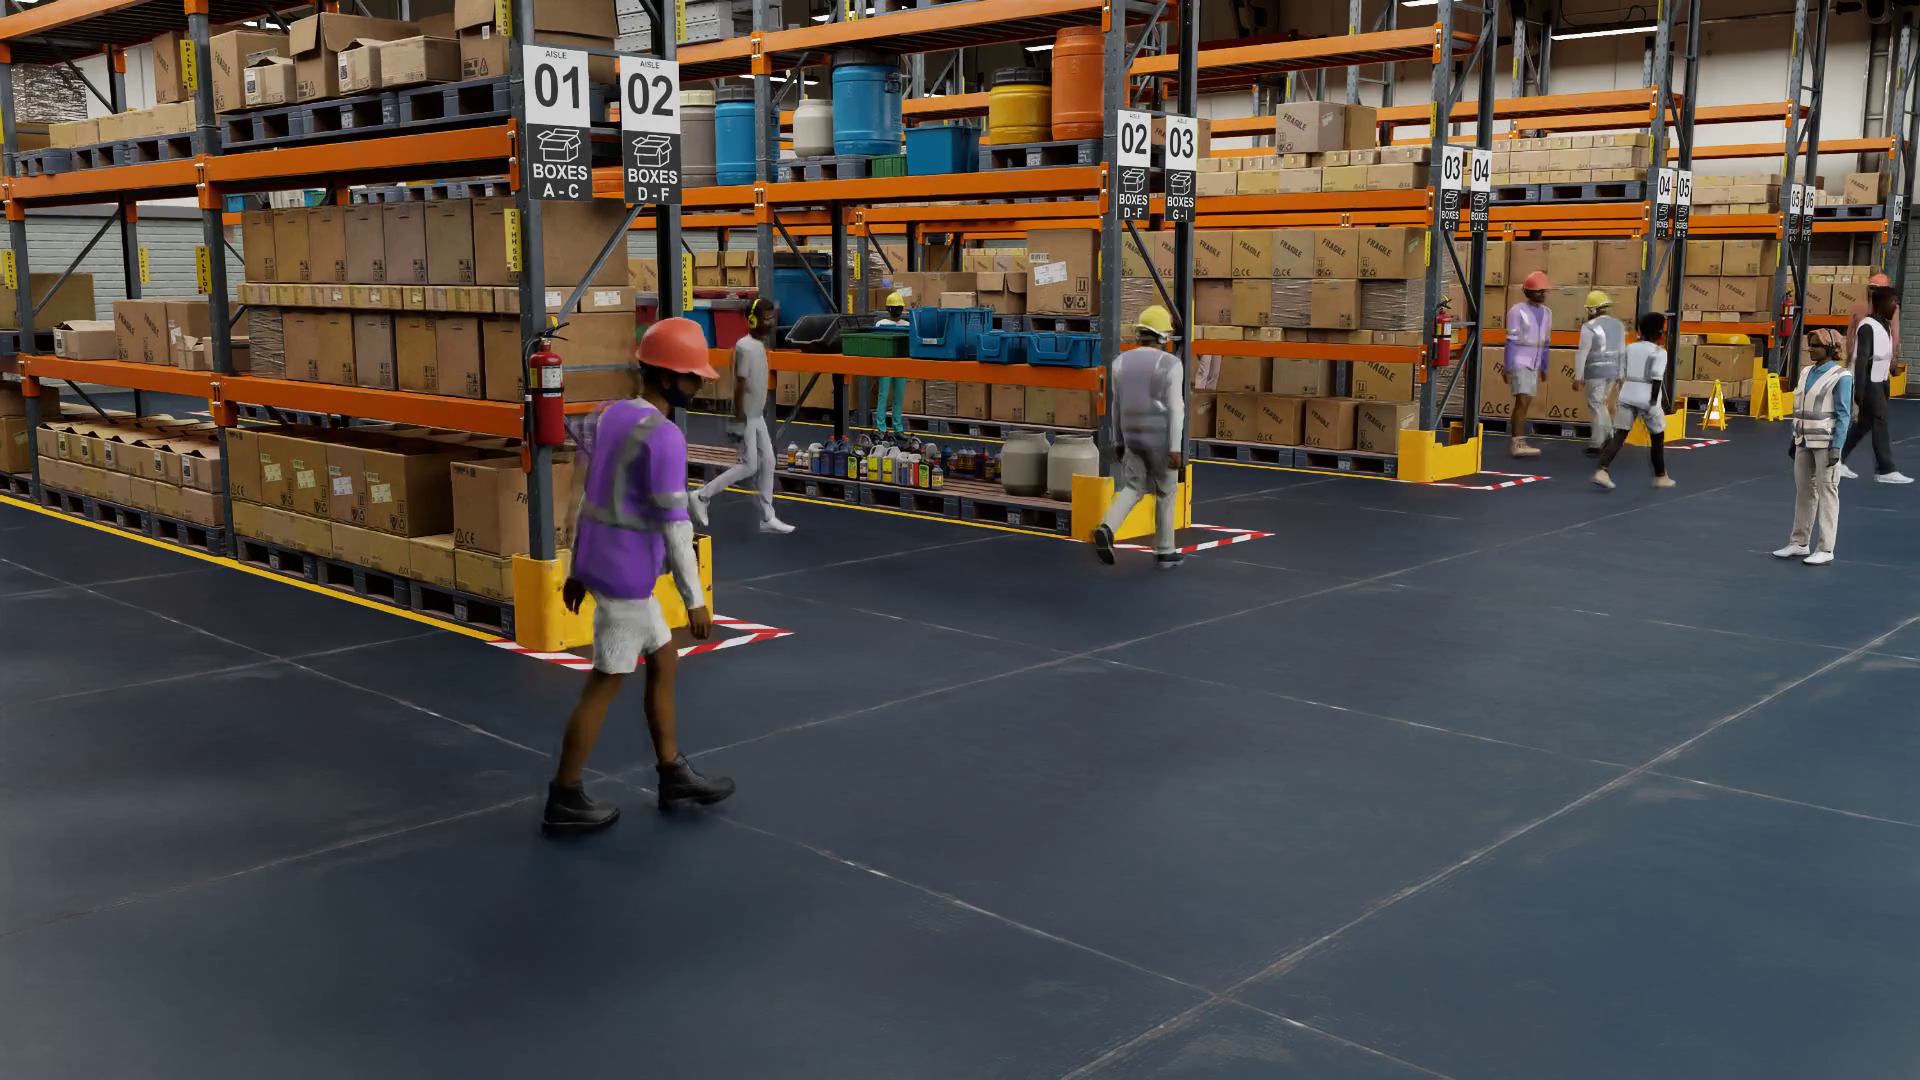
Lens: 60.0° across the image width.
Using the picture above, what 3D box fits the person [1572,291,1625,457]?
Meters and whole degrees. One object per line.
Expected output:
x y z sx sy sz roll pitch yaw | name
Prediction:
6.998 -1.822 18.246 0.617 1.810 0.446 -5 11 -30 | person

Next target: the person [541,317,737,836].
-1.150 0.136 6.060 0.866 1.868 0.563 -5 11 -29 | person

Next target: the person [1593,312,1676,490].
6.298 -1.286 15.458 0.862 1.653 0.533 -5 10 -27 | person

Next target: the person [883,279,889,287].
-1.214 -3.137 26.045 0.600 1.906 0.992 -8 12 -42 | person

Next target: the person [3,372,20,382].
-11.778 -2.228 20.418 0.968 1.929 0.613 6 11 34 | person

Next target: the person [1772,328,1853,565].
5.997 -0.657 11.631 0.309 1.641 0.514 -2 9 -10 | person

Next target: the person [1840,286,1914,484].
8.900 -1.521 16.189 0.822 1.891 0.609 8 13 42 | person

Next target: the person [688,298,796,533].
-1.698 -0.963 12.940 0.733 1.838 0.571 1 9 9 | person

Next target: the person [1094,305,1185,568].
1.248 -0.692 11.361 0.600 1.814 0.721 9 13 44 | person

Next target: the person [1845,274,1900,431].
11.660 -2.393 21.313 0.630 1.999 0.639 -8 12 -41 | person

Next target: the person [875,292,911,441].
-0.785 -2.069 19.904 0.523 1.769 0.321 -7 12 -39 | person

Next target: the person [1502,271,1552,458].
6.190 -1.899 18.110 0.661 2.021 0.520 -6 11 -31 | person

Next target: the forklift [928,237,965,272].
-0.326 -5.817 39.609 1.129 2.768 1.873 9 13 43 | forklift

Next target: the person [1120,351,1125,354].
2.250 -2.331 21.982 0.460 1.613 0.496 4 10 26 | person

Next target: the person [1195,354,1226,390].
3.464 -2.677 22.938 0.389 1.991 0.622 9 13 43 | person

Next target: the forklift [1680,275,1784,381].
12.480 -3.427 27.053 1.214 2.155 2.313 9 13 43 | forklift
